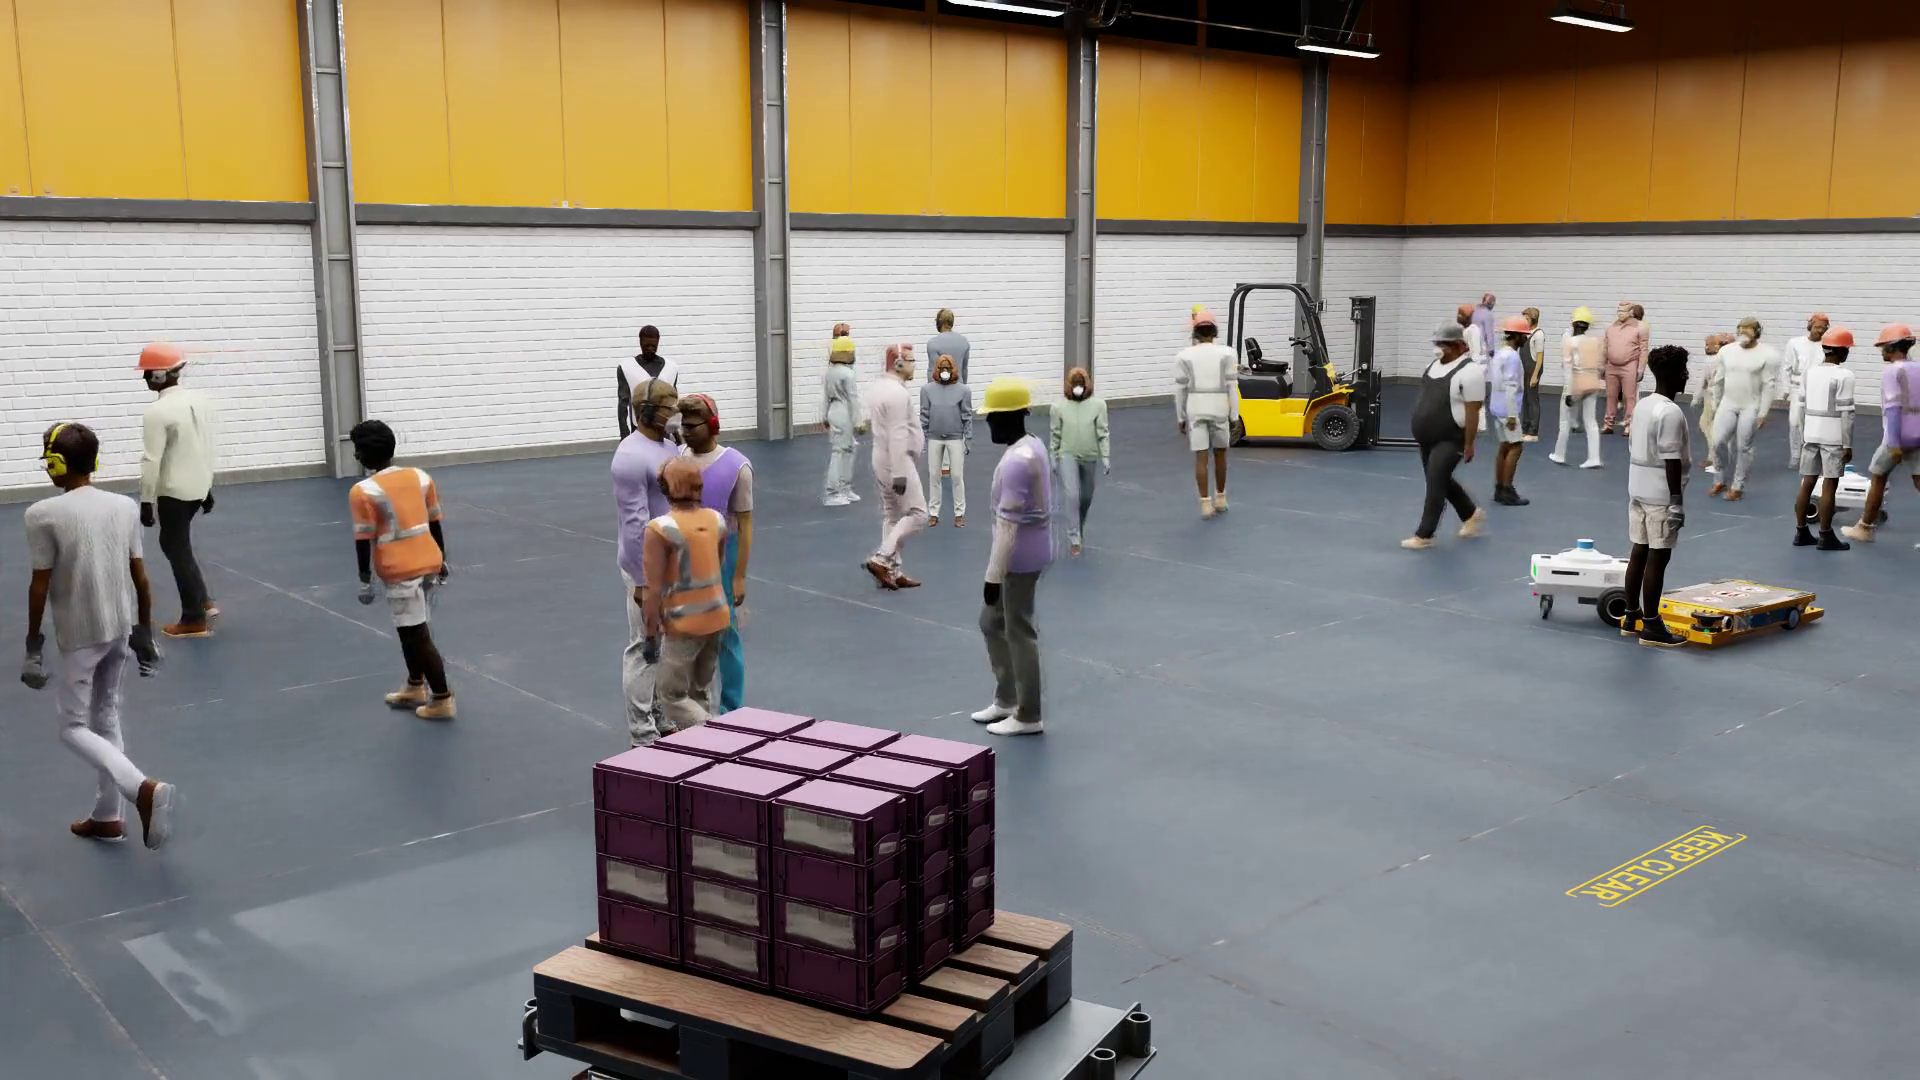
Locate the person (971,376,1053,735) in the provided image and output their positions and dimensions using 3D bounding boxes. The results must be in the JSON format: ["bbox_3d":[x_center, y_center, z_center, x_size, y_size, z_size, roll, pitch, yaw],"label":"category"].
[{"bbox_3d":[0.209,0.096,8.730,0.549,1.911,0.623,1,10,8],"label":"person"}]

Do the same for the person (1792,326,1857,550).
[{"bbox_3d":[7.506,-0.879,14.386,0.358,1.937,0.548,-3,10,-19],"label":"person"}]

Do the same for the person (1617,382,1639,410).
[{"bbox_3d":[11.045,-2.976,27.367,0.318,1.697,0.534,-8,13,-41],"label":"person"}]

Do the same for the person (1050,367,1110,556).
[{"bbox_3d":[1.024,-0.708,14.410,0.505,1.603,0.806,-1,10,-3],"label":"person"}]

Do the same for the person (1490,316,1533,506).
[{"bbox_3d":[5.640,-1.325,17.029,0.401,1.927,0.588,1,10,6],"label":"person"}]

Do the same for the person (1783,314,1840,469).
[{"bbox_3d":[10.041,-1.737,19.642,0.605,1.856,0.589,5,11,27],"label":"person"}]

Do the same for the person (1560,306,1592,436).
[{"bbox_3d":[8.723,-2.384,23.532,0.587,1.825,0.404,-9,13,-44],"label":"person"}]

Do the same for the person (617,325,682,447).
[{"bbox_3d":[-2.839,-1.004,15.198,0.596,1.910,0.378,-7,12,-34],"label":"person"}]

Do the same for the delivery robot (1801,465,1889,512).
[{"bbox_3d":[8.373,-0.470,15.734,0.707,0.478,0.477,8,12,40],"label":"delivery robot"}]

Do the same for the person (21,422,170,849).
[{"bbox_3d":[-3.617,0.430,7.016,0.691,1.839,0.534,4,11,24],"label":"person"}]

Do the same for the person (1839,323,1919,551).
[{"bbox_3d":[8.212,-0.884,14.397,0.609,1.972,1.078,-4,11,-24],"label":"person"}]

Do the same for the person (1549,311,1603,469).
[{"bbox_3d":[7.452,-1.807,20.009,0.609,1.872,0.931,-3,10,-15],"label":"person"}]

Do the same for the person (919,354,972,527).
[{"bbox_3d":[-0.133,-0.926,15.584,0.505,1.629,0.279,2,10,11],"label":"person"}]

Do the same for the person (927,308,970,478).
[{"bbox_3d":[-0.159,-1.685,19.102,0.371,1.941,0.627,9,13,44],"label":"person"}]

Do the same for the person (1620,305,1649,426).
[{"bbox_3d":[10.041,-2.602,24.873,0.431,1.815,0.767,3,10,15],"label":"person"}]

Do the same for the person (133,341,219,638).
[{"bbox_3d":[-5.217,-0.324,11.021,0.462,1.972,0.643,1,10,5],"label":"person"}]

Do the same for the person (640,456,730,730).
[{"bbox_3d":[-1.226,0.420,7.719,0.464,1.620,0.543,5,11,28],"label":"person"}]

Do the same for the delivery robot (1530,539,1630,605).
[{"bbox_3d":[4.358,0.237,11.619,0.707,0.478,0.477,4,10,20],"label":"delivery robot"}]

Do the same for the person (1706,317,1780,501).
[{"bbox_3d":[8.065,-1.336,17.157,0.655,1.909,0.499,9,13,43],"label":"person"}]

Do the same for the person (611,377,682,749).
[{"bbox_3d":[-1.521,0.152,8.347,0.372,1.940,0.632,1,10,7],"label":"person"}]

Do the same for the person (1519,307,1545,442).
[{"bbox_3d":[7.786,-2.257,22.742,0.346,1.840,0.505,0,10,-3],"label":"person"}]

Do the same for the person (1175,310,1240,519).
[{"bbox_3d":[2.424,-1.231,16.258,0.635,1.999,0.901,2,10,11],"label":"person"}]

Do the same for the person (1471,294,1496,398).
[{"bbox_3d":[9.373,-3.504,29.990,0.397,1.865,0.773,-2,10,-14],"label":"person"}]

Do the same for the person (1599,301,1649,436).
[{"bbox_3d":[9.346,-2.417,23.489,0.407,1.904,0.655,-9,13,-42],"label":"person"}]

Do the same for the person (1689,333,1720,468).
[{"bbox_3d":[8.989,-1.660,19.899,0.495,1.617,0.380,-9,13,-42],"label":"person"}]

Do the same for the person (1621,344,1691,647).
[{"bbox_3d":[4.573,-0.294,10.875,0.367,1.967,0.607,0,10,-1],"label":"person"}]

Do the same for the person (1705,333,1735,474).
[{"bbox_3d":[8.912,-1.593,19.442,0.310,1.638,0.522,4,11,25],"label":"person"}]

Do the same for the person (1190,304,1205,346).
[{"bbox_3d":[3.847,-2.916,26.822,0.330,1.765,0.533,5,11,25],"label":"person"}]

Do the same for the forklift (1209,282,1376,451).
[{"bbox_3d":[4.328,-2.346,22.227,2.313,2.155,1.214,3,10,16],"label":"forklift"}]

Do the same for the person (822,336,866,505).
[{"bbox_3d":[-1.142,-1.213,16.953,0.600,1.718,0.498,-6,11,-31],"label":"person"}]

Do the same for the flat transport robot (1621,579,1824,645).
[{"bbox_3d":[5.216,0.473,11.345,1.431,0.197,0.652,-7,12,-36],"label":"flat transport robot"}]

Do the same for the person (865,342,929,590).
[{"bbox_3d":[-0.455,-0.547,12.573,0.419,1.892,0.667,-2,10,-12],"label":"person"}]

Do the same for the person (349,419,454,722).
[{"bbox_3d":[-3.058,0.173,9.032,0.625,1.654,0.525,4,10,20],"label":"person"}]

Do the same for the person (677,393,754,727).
[{"bbox_3d":[-1.309,0.153,8.639,0.564,1.838,0.388,6,11,31],"label":"person"}]

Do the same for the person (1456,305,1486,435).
[{"bbox_3d":[7.129,-2.374,23.431,0.708,1.852,0.611,1,10,6],"label":"person"}]

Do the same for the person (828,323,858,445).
[{"bbox_3d":[-1.597,-2.087,22.327,0.314,1.642,0.514,-7,12,-34],"label":"person"}]

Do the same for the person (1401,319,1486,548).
[{"bbox_3d":[4.292,-0.965,14.589,0.959,2.000,0.686,-3,10,-19],"label":"person"}]
